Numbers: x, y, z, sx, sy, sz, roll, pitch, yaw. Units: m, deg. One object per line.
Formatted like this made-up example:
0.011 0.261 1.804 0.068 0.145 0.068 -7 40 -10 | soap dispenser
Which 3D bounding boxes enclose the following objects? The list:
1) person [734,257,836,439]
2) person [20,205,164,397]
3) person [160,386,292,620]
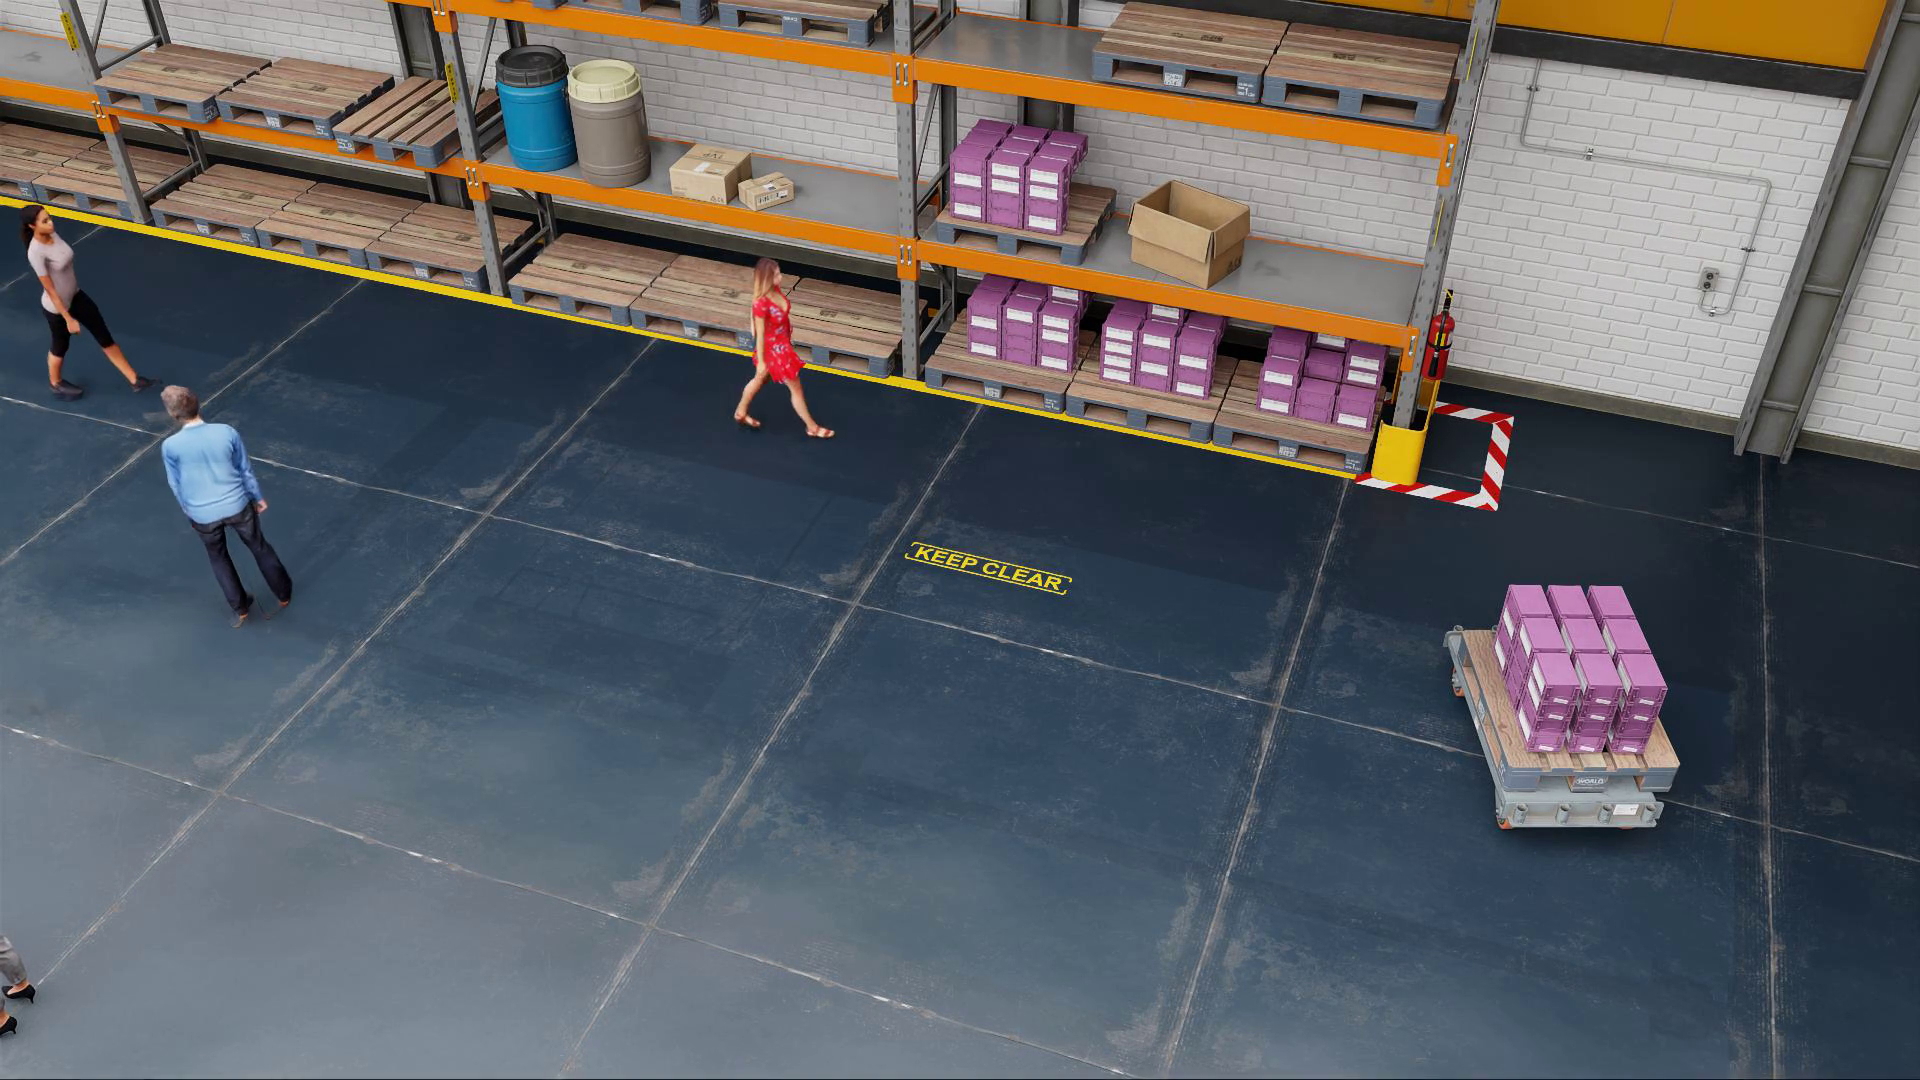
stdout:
-1.517 -1.467 12.849 1.095 1.545 0.678 8 39 10 | person
-7.171 -1.840 13.195 1.242 1.696 0.881 2 39 2 | person
-4.948 -0.199 11.072 0.812 1.782 0.856 -16 41 -19 | person
